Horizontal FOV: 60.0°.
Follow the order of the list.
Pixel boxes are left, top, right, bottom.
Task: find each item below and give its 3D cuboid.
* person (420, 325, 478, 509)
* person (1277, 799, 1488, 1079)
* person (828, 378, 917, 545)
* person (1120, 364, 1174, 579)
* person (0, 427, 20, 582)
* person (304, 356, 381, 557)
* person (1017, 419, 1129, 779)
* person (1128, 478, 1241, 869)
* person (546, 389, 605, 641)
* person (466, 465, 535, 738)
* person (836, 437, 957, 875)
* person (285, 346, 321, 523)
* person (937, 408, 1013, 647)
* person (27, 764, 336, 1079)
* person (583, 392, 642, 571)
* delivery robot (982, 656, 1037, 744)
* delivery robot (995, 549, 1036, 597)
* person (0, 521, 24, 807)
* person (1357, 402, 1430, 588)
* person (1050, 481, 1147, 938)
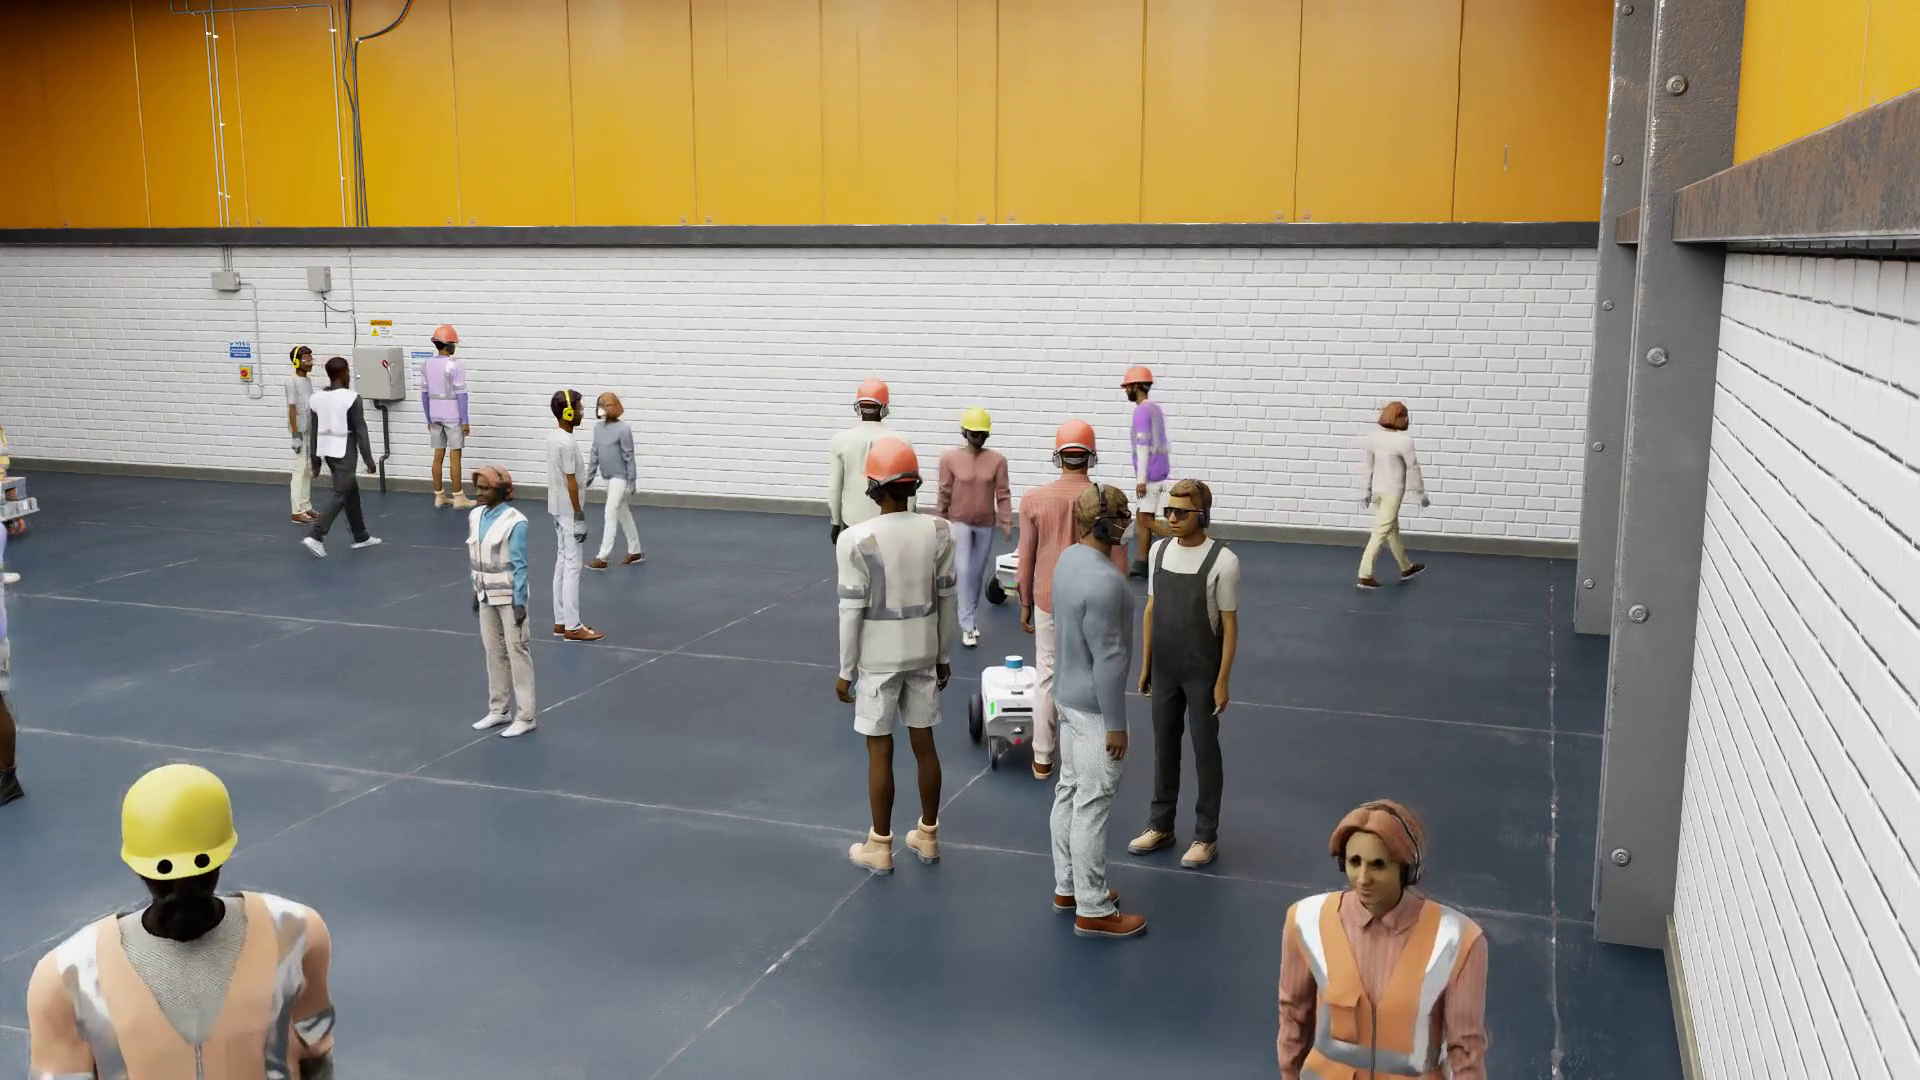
[{"bbox_3d":[-5.685,-1.361,18.477,0.609,2.044,0.394,5,11,27],"label":"person"},{"bbox_3d":[1.042,1.404,4.124,0.517,1.612,0.732,4,11,22],"label":"person"},{"bbox_3d":[-0.613,-0.141,11.740,0.623,1.992,0.396,0,10,3],"label":"person"},{"bbox_3d":[1.721,-0.562,14.432,0.749,1.908,0.603,3,11,18],"label":"person"},{"bbox_3d":[-8.490,-0.544,14.442,0.629,1.842,0.429,9,14,42],"label":"person"},{"bbox_3d":[-5.926,-0.800,15.796,0.588,1.884,0.949,5,11,28],"label":"person"},{"bbox_3d":[0.616,0.336,9.098,0.614,1.983,0.407,1,10,8],"label":"person"},{"bbox_3d":[1.067,0.622,7.868,0.505,1.846,0.346,8,13,39],"label":"person"},{"bbox_3d":[-2.879,-0.184,12.335,0.328,1.873,0.512,-6,12,-29],"label":"person"},{"bbox_3d":[-2.740,0.361,9.949,0.516,1.632,0.313,8,13,39],"label":"person"},{"bbox_3d":[-0.307,0.539,7.764,0.607,2.048,0.365,-6,12,-30],"label":"person"},{"bbox_3d":[-6.939,-1.118,17.601,0.311,1.869,0.530,0,10,0],"label":"person"},{"bbox_3d":[0.126,-0.094,12.172,0.543,1.731,0.797,-3,10,-15],"label":"person"},{"bbox_3d":[-1.640,1.367,3.578,0.600,1.890,0.977,-5,11,-28],"label":"person"},{"bbox_3d":[-3.191,-0.530,15.016,0.809,1.601,0.498,-10,14,-44],"label":"person"},{"bbox_3d":[0.310,0.913,9.598,0.477,0.478,0.707,0,10,-2],"label":"delivery robot"},{"bbox_3d":[0.615,0.202,13.600,0.477,0.478,0.707,8,13,40],"label":"delivery robot"},{"bbox_3d":[-5.130,0.477,8.478,0.552,1.921,0.615,3,10,14],"label":"person"},{"bbox_3d":[3.731,-0.388,14.277,0.869,1.590,0.515,-5,11,-25],"label":"person"},{"bbox_3d":[0.576,0.713,7.093,0.372,1.940,0.627,-2,10,-13],"label":"person"}]
